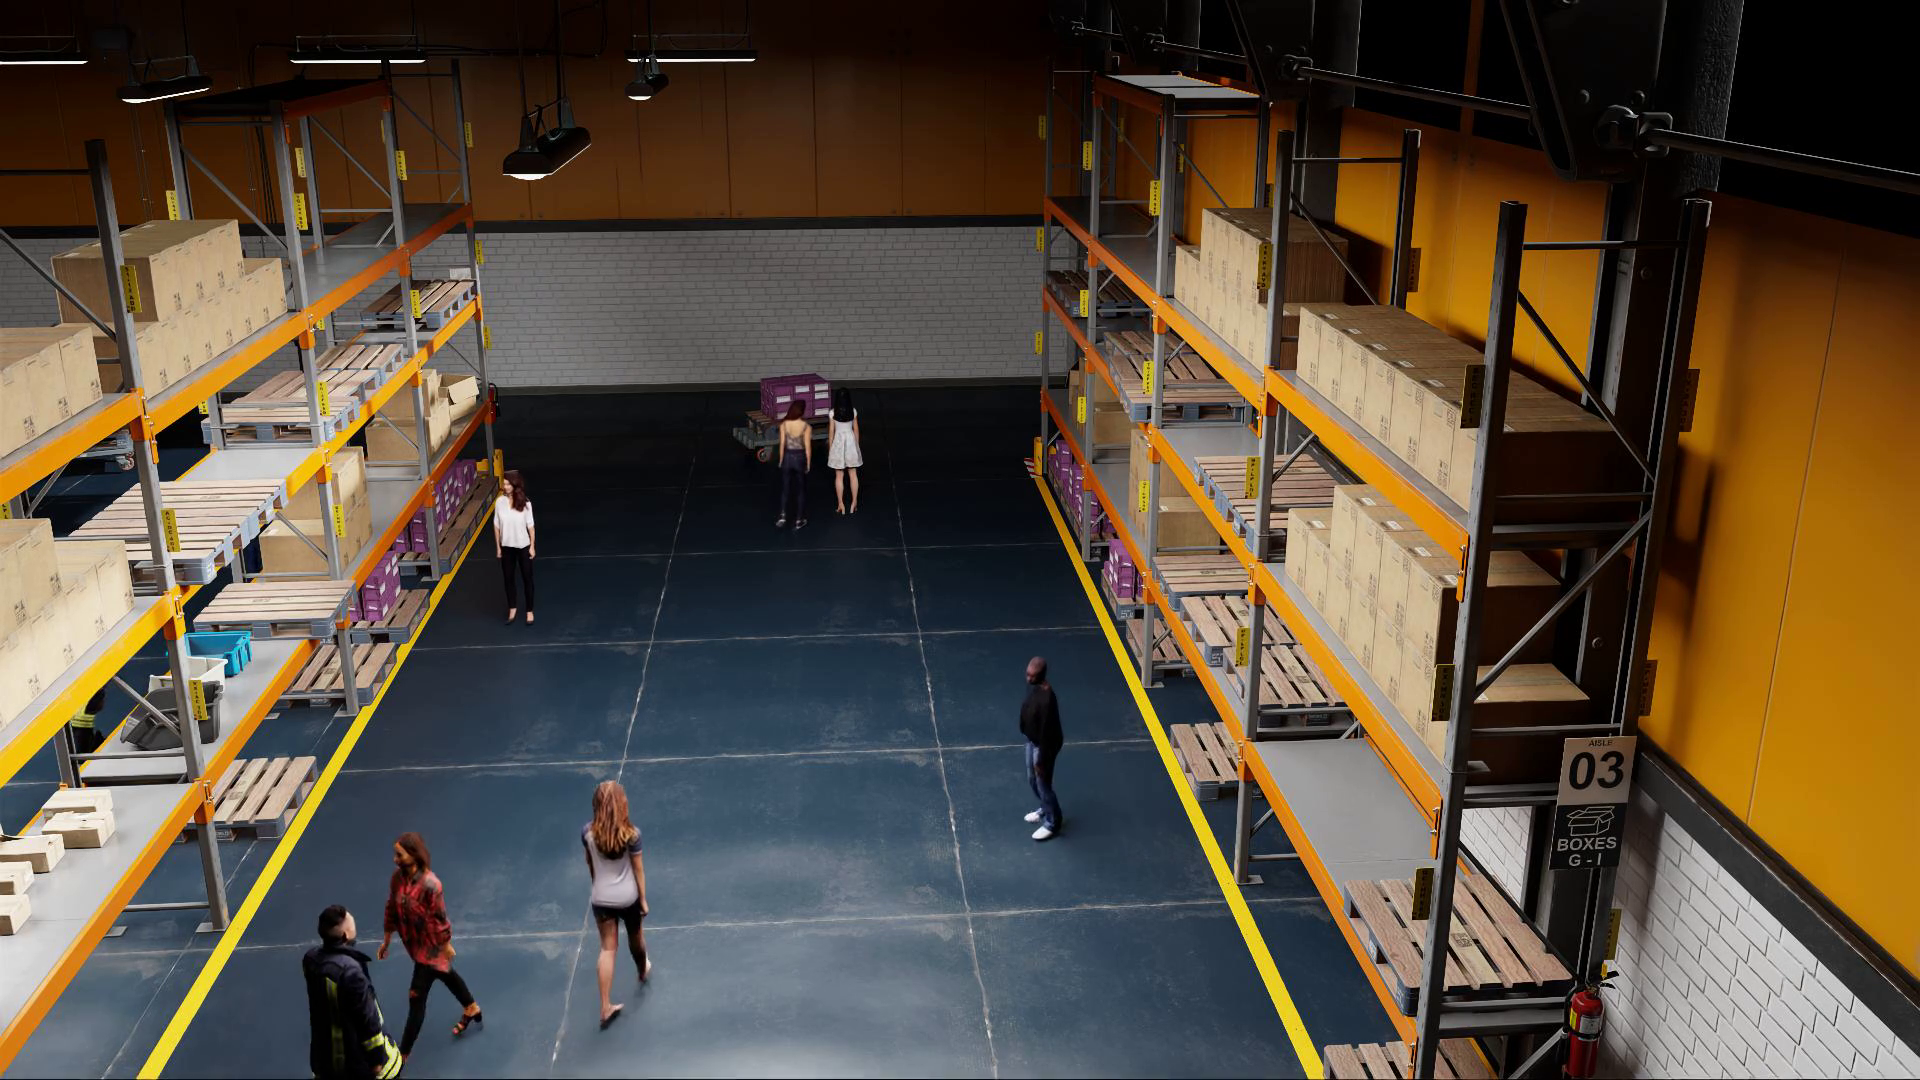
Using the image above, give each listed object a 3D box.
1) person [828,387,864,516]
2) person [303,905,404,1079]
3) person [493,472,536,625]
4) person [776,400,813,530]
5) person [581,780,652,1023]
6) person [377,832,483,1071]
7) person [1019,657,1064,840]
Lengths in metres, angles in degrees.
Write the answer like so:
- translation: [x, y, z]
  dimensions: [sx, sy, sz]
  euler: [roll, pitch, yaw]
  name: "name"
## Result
- translation: [-1.580, -1.229, 22.806]
  dimensions: [0.672, 1.774, 0.662]
  euler: [-4, 19, -11]
  name: "person"
- translation: [-3.728, 3.050, 9.978]
  dimensions: [0.952, 1.851, 1.009]
  euler: [13, 23, 35]
  name: "person"
- translation: [-5.027, 0.090, 18.858]
  dimensions: [0.635, 1.795, 0.584]
  euler: [0, 19, 0]
  name: "person"
- translation: [-2.211, -0.965, 22.077]
  dimensions: [0.802, 1.738, 0.980]
  euler: [4, 19, 11]
  name: "person"
- translation: [-2.456, 2.566, 11.686]
  dimensions: [0.754, 1.679, 1.065]
  euler: [3, 19, 9]
  name: "person"
- translation: [-3.554, 2.719, 11.284]
  dimensions: [1.076, 1.646, 1.169]
  euler: [13, 23, 35]
  name: "person"
- translation: [0.737, 1.743, 14.090]
  dimensions: [0.811, 1.705, 0.676]
  euler: [-2, 19, -5]
  name: "person"
